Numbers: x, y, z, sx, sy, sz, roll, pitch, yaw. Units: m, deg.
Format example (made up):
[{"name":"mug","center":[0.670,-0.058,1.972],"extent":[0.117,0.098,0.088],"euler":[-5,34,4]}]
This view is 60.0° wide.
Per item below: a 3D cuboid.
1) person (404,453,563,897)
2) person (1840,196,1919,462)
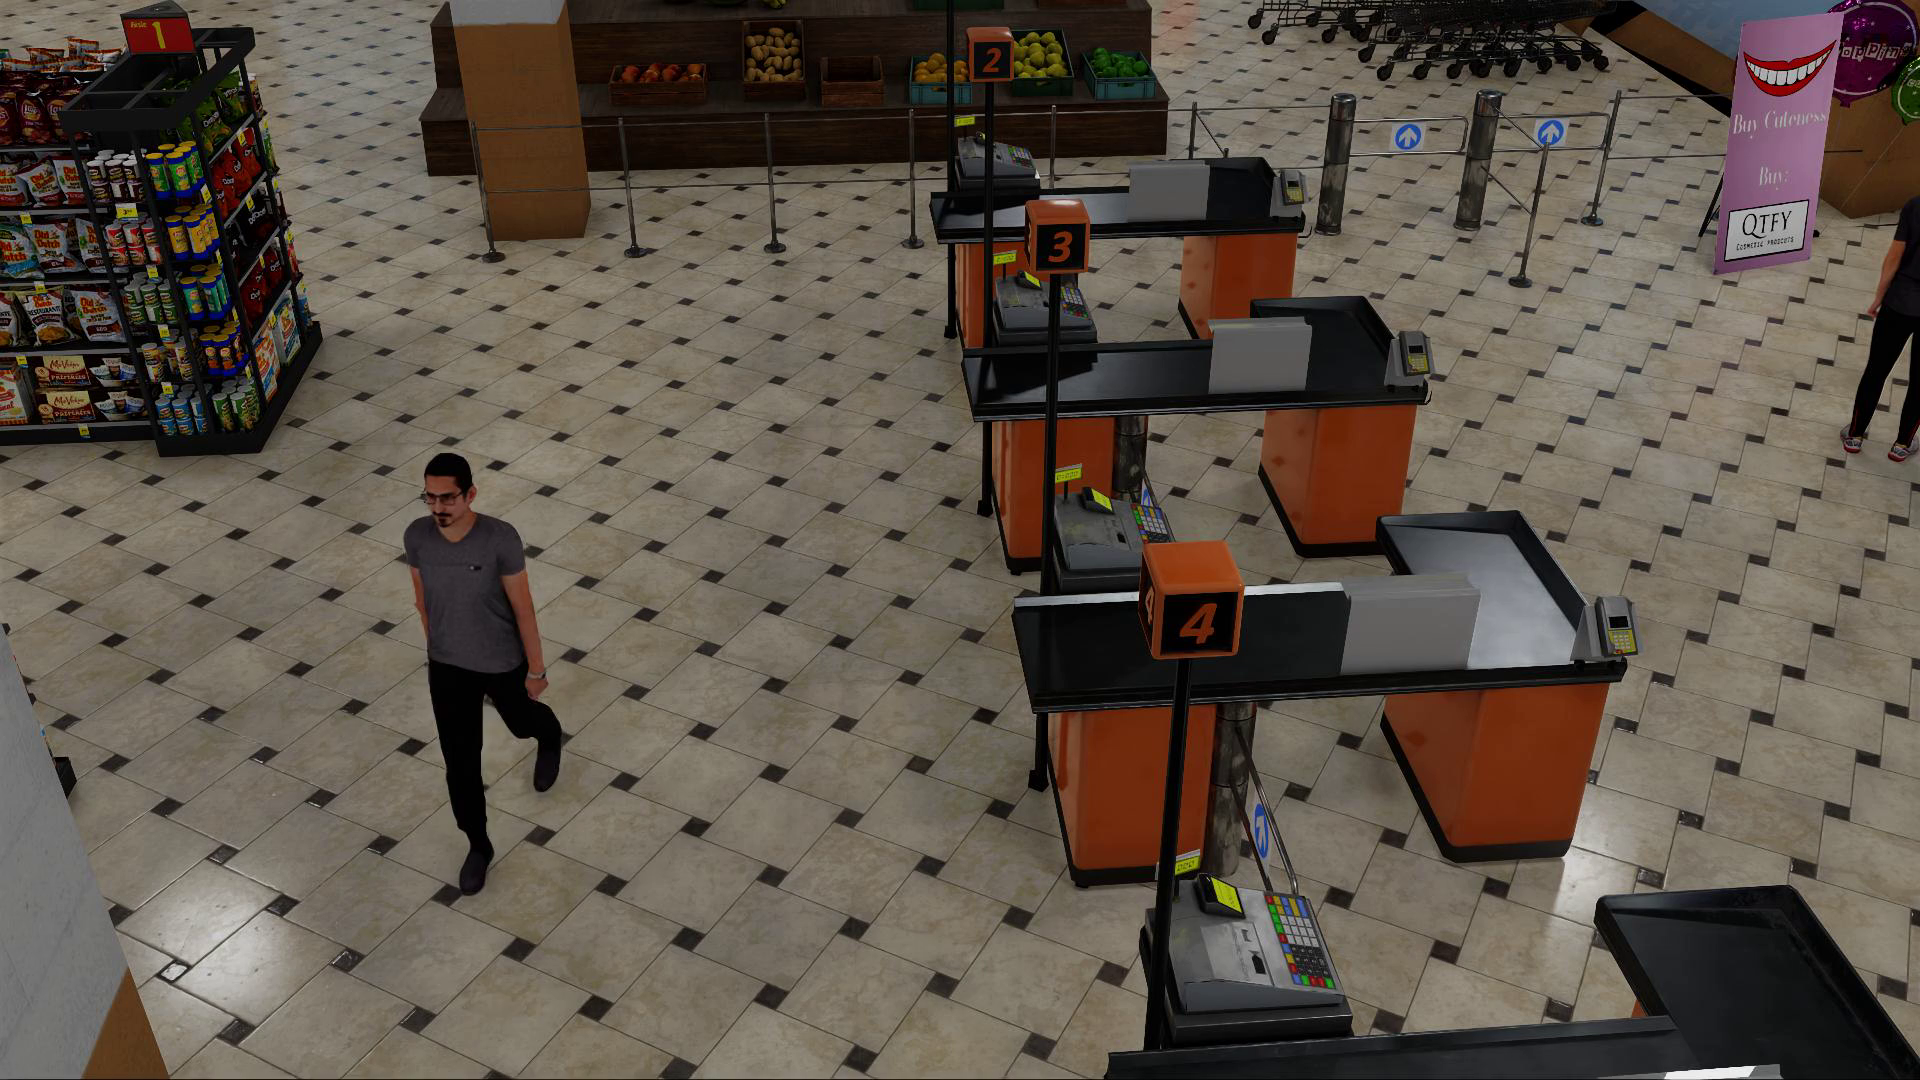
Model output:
[{"name":"person","center":[-1.798,0.409,6.361],"extent":[1.080,1.736,0.778],"euler":[1,32,1]},{"name":"person","center":[5.213,-1.273,9.038],"extent":[0.673,1.763,0.778],"euler":[17,36,25]}]
